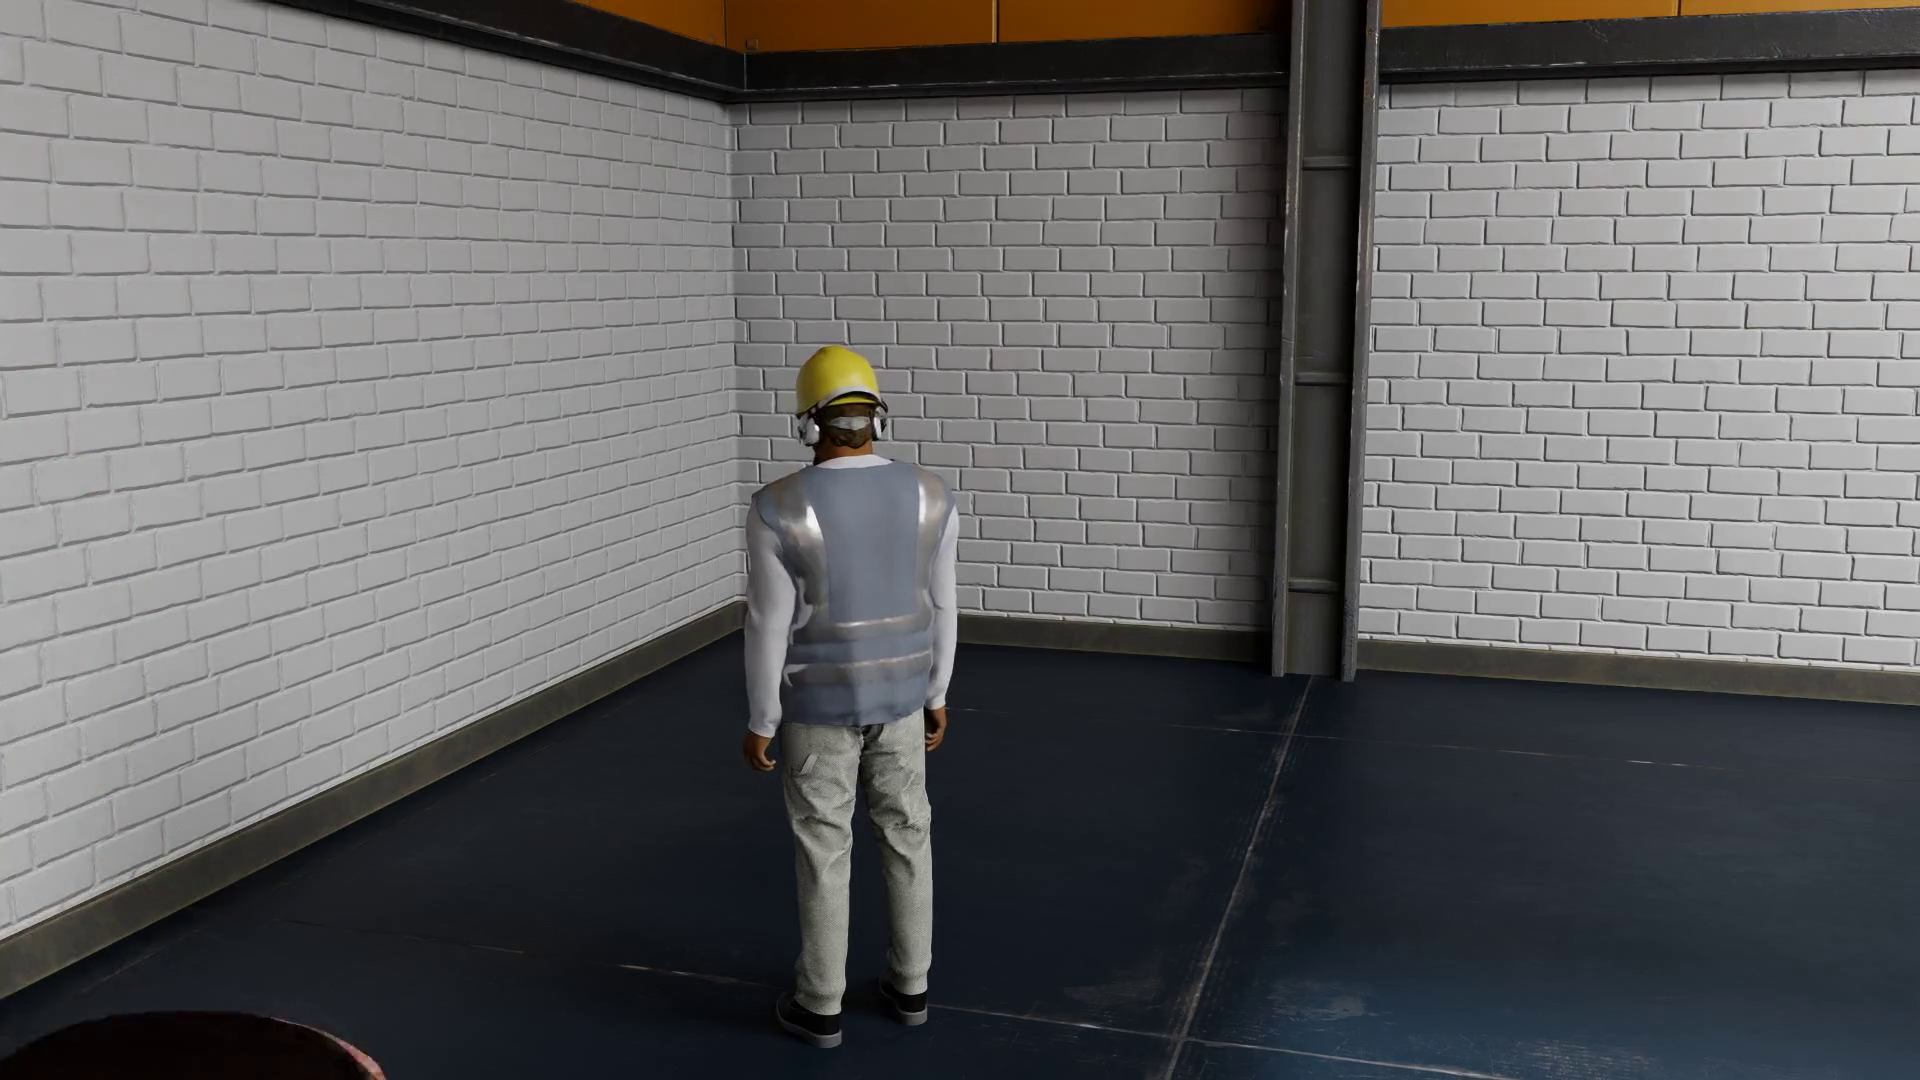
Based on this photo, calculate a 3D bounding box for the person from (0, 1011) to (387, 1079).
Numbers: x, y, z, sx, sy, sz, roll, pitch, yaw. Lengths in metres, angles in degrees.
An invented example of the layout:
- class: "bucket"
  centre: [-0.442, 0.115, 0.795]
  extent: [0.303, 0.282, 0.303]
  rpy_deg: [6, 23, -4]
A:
- class: "person"
  centre: [-0.668, 0.888, 1.064]
  extent: [0.659, 1.951, 0.851]
  rpy_deg: [-7, 12, -36]

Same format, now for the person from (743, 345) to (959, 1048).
- class: "person"
  centre: [-0.292, 0.410, 4.346]
  extent: [0.589, 1.822, 0.403]
  rpy_deg: [-5, 10, -27]
